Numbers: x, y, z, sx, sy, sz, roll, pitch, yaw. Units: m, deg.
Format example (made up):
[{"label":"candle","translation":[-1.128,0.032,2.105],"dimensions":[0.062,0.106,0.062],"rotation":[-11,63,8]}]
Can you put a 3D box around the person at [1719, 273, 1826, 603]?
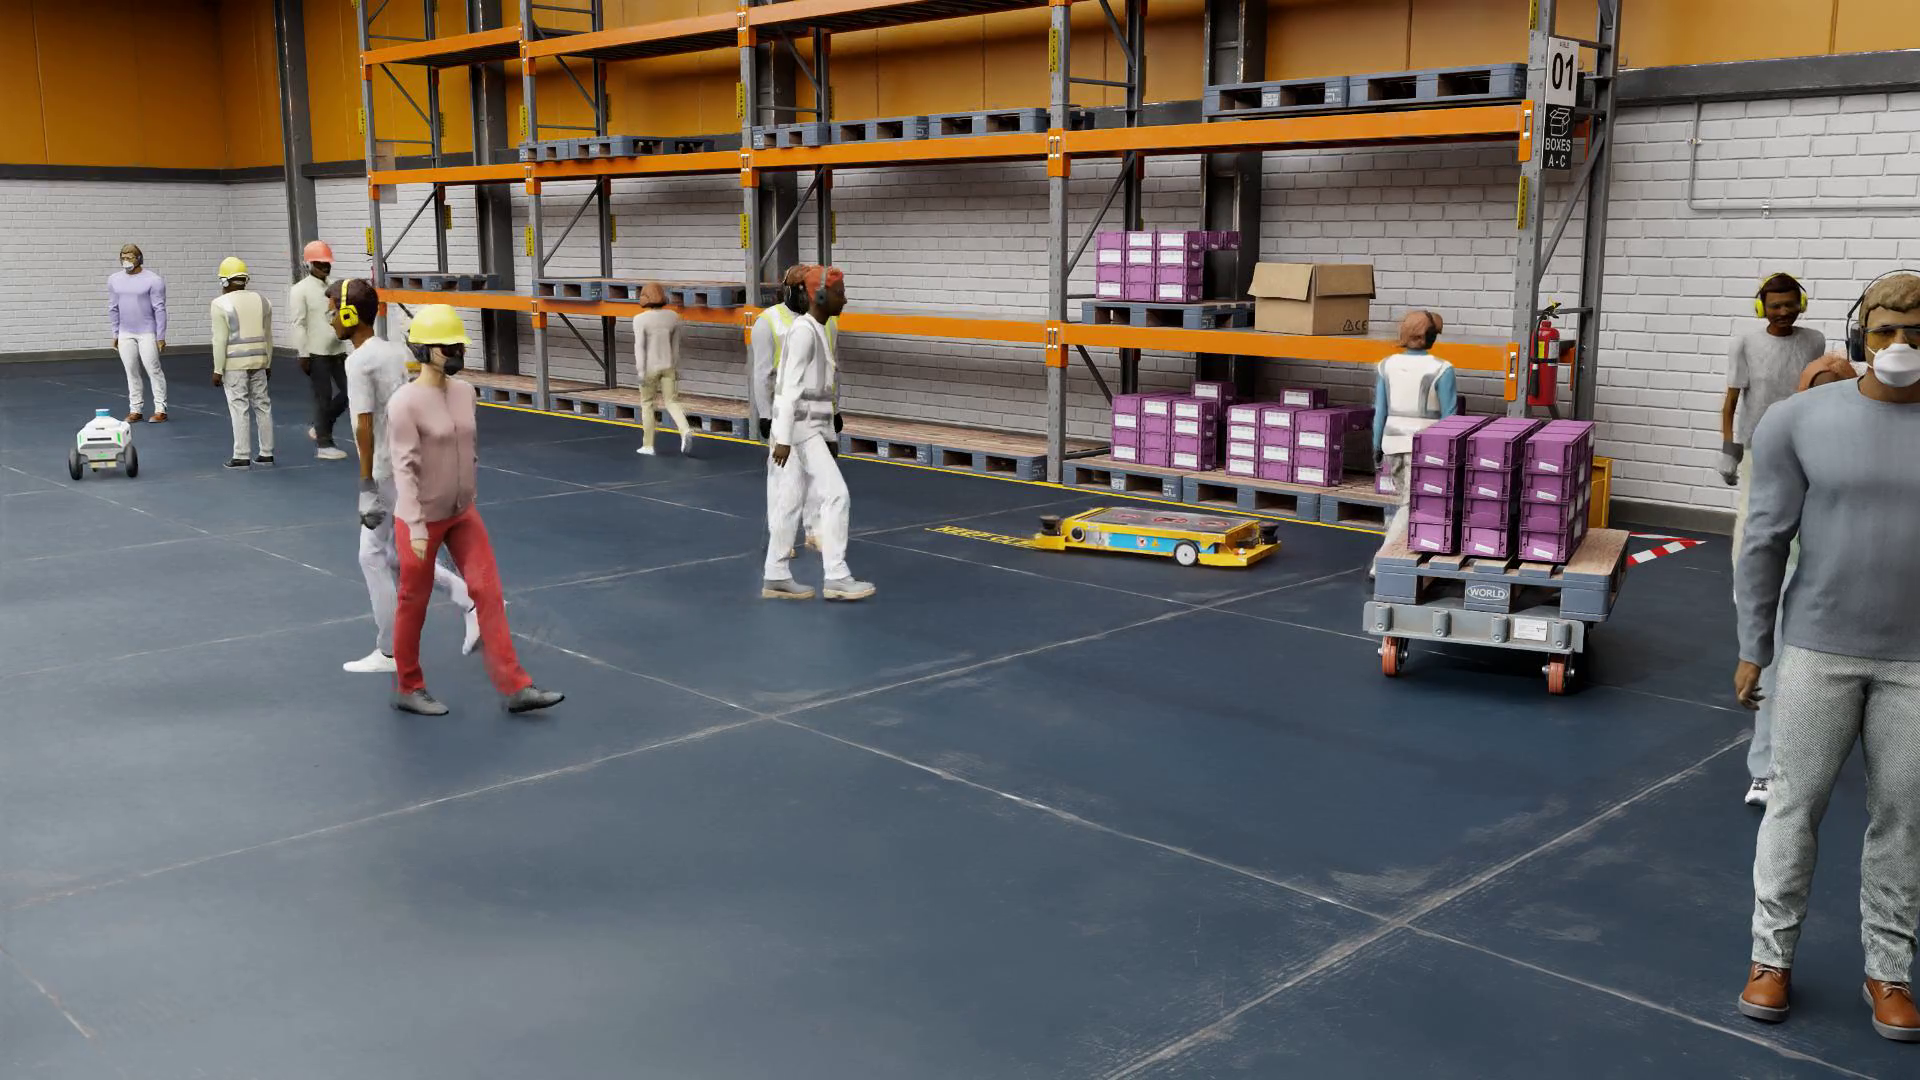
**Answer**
[{"label":"person","translation":[4.283,-0.478,8.747],"dimensions":[0.542,1.824,0.803],"rotation":[2,11,8]}]

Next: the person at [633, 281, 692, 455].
[{"label":"person","translation":[-2.740,-1.561,15.213],"dimensions":[0.506,1.614,0.682],"rotation":[-9,14,-40]}]

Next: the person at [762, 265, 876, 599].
[{"label":"person","translation":[-0.756,-0.579,9.202],"dimensions":[0.802,1.849,0.599],"rotation":[0,10,0]}]

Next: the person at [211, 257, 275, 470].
[{"label":"person","translation":[-6.238,-1.527,14.437],"dimensions":[0.403,1.835,0.586],"rotation":[6,12,28]}]

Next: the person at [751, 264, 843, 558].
[{"label":"person","translation":[-1.002,-0.812,10.516],"dimensions":[0.633,1.842,0.429],"rotation":[-8,13,-38]}]

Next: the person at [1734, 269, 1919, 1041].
[{"label":"person","translation":[2.299,0.295,4.214],"dimensions":[0.636,1.939,0.364],"rotation":[4,11,21]}]

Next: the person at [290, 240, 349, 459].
[{"label":"person","translation":[-5.744,-1.713,15.061],"dimensions":[0.439,1.970,0.640],"rotation":[4,11,21]}]

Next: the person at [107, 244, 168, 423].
[{"label":"person","translation":[-8.858,-2.217,17.955],"dimensions":[0.622,1.932,0.368],"rotation":[1,10,6]}]

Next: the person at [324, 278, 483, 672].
[{"label":"person","translation":[-2.542,-0.283,7.648],"dimensions":[0.637,1.838,0.556],"rotation":[0,10,0]}]

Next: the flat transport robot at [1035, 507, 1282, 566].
[{"label":"flat transport robot","translation":[1.259,-0.039,10.585],"dimensions":[1.431,0.197,0.652],"rotation":[6,12,29]}]

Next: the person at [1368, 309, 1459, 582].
[{"label":"person","translation":[2.589,-0.517,9.558],"dimensions":[0.765,1.609,0.525],"rotation":[-8,13,-39]}]

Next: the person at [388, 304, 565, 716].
[{"label":"person","translation":[-2.056,-0.094,6.865],"dimensions":[0.837,1.729,0.553],"rotation":[5,11,24]}]

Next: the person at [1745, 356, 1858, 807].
[{"label":"person","translation":[3.018,0.162,5.854],"dimensions":[0.519,1.593,0.816],"rotation":[6,12,28]}]

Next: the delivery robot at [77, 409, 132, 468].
[{"label":"delivery robot","translation":[-7.217,-0.860,14.034],"dimensions":[0.477,0.478,0.707],"rotation":[-4,11,-20]}]
